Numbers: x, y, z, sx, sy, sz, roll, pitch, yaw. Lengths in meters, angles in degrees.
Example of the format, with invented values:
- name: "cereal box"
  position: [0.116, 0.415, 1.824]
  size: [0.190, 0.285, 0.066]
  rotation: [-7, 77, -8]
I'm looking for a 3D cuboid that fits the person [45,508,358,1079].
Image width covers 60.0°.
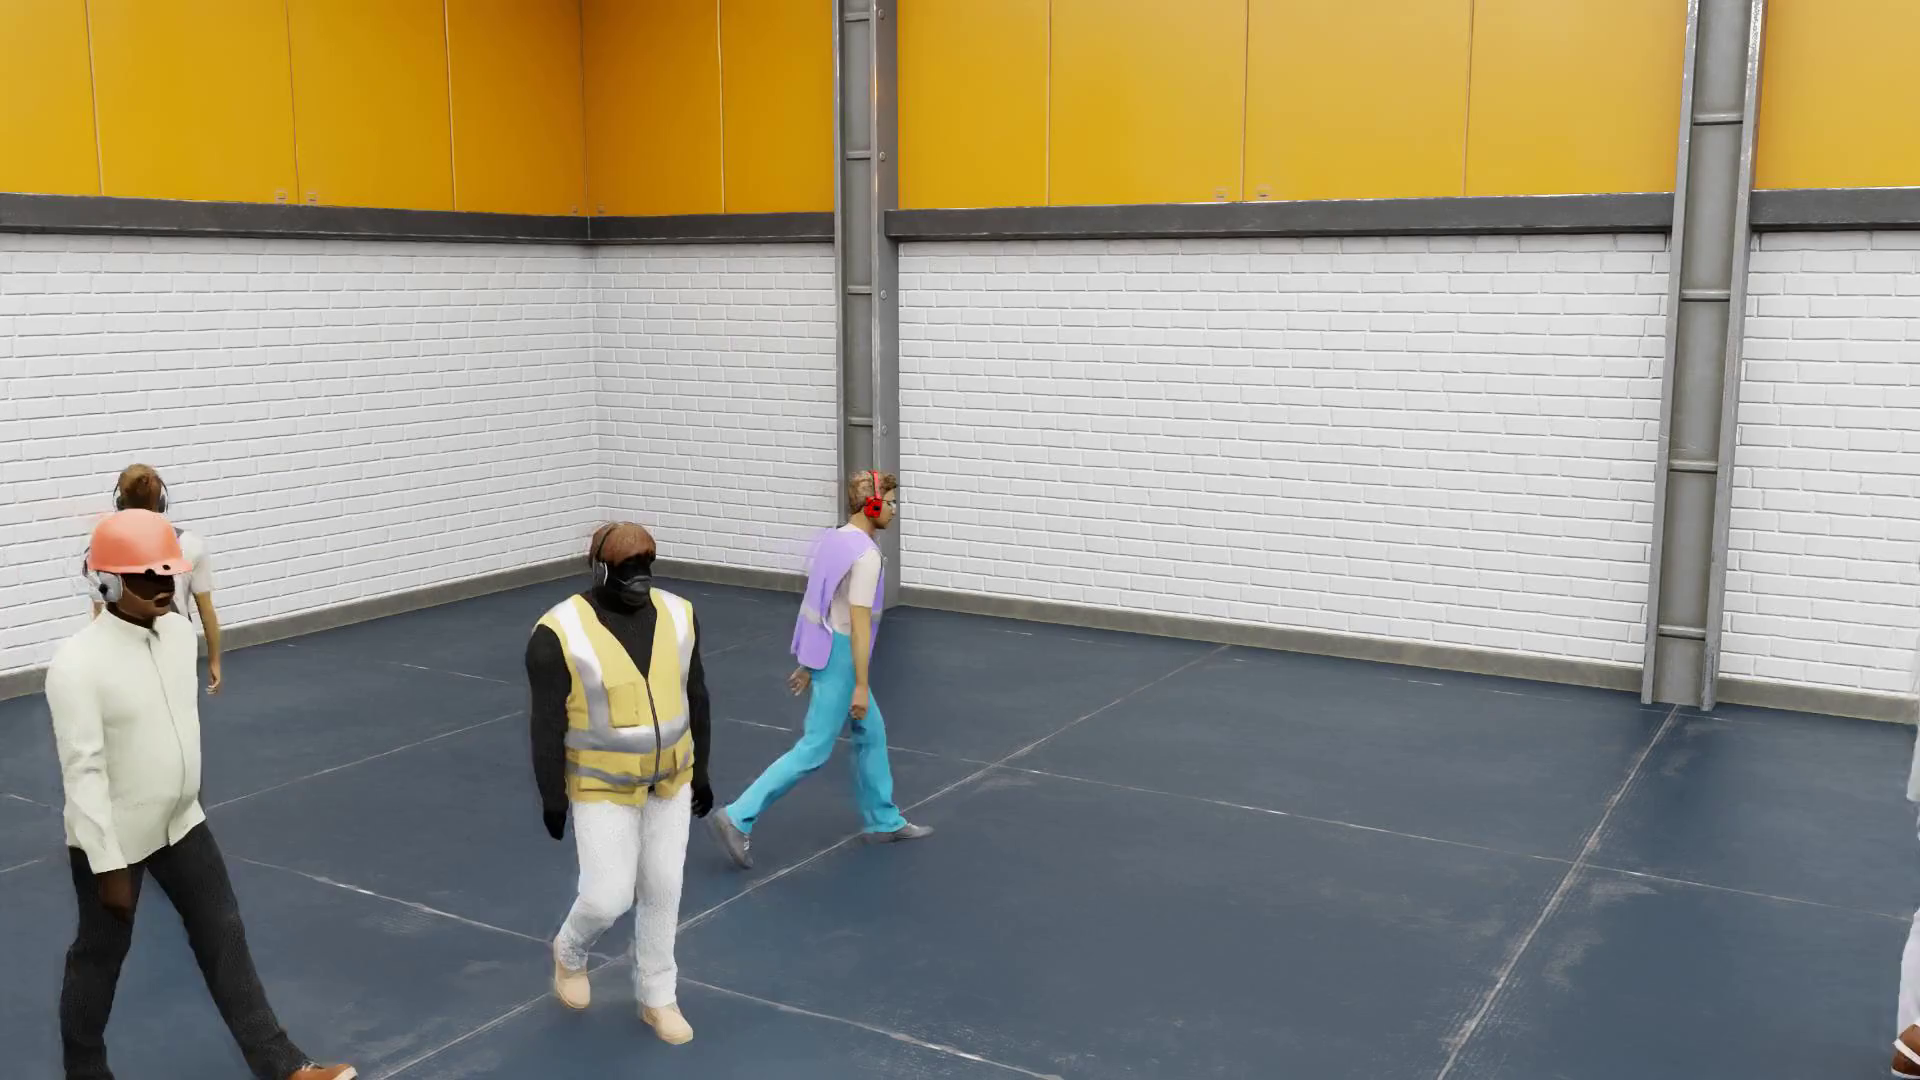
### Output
- name: "person"
  position: [-2.380, 0.878, 5.018]
  size: [0.996, 1.942, 0.658]
  rotation: [2, 9, 14]

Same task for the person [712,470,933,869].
- name: "person"
  position: [-0.625, 0.572, 7.507]
  size: [1.001, 1.781, 0.600]
  rotation: [-3, 10, -19]

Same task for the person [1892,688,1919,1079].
- name: "person"
  position: [3.248, 0.883, 5.340]
  size: [0.425, 1.849, 0.511]
  rotation: [0, 9, 2]

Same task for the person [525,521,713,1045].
- name: "person"
  position: [-1.165, 0.828, 5.737]
  size: [0.632, 1.829, 0.520]
  rotation: [-8, 12, -40]

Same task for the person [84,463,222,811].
- name: "person"
  position: [-3.581, 0.563, 7.431]
  size: [0.516, 1.817, 0.844]
  rotation: [-5, 10, -28]
